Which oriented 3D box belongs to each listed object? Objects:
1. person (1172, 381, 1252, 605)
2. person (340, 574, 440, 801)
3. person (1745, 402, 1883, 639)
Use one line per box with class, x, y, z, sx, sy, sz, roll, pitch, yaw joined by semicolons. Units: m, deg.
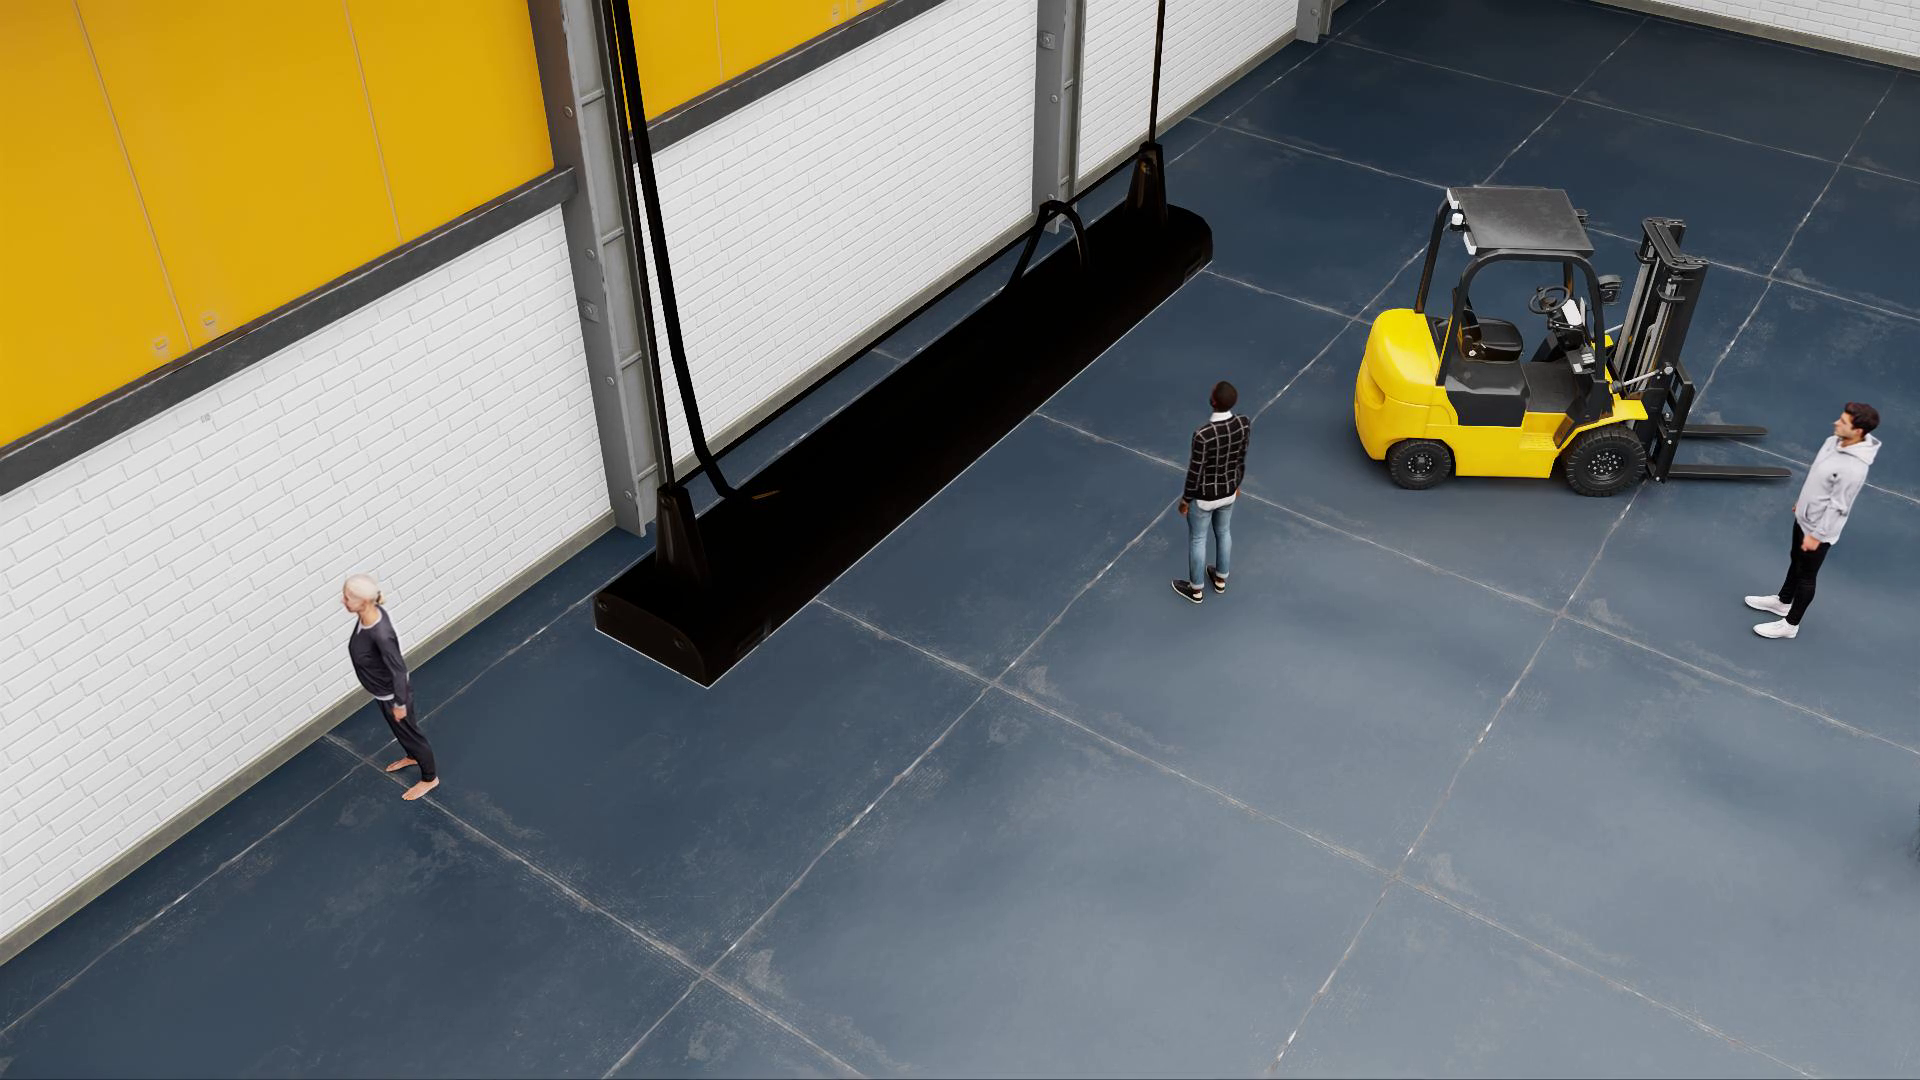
person;1.811;-0.342;11.860;0.663;1.821;0.807;-19;42;-22
person;-3.567;0.891;10.394;0.642;1.726;0.680;-23;44;-26
person;5.968;-0.147;11.529;0.828;1.931;0.698;6;39;8
